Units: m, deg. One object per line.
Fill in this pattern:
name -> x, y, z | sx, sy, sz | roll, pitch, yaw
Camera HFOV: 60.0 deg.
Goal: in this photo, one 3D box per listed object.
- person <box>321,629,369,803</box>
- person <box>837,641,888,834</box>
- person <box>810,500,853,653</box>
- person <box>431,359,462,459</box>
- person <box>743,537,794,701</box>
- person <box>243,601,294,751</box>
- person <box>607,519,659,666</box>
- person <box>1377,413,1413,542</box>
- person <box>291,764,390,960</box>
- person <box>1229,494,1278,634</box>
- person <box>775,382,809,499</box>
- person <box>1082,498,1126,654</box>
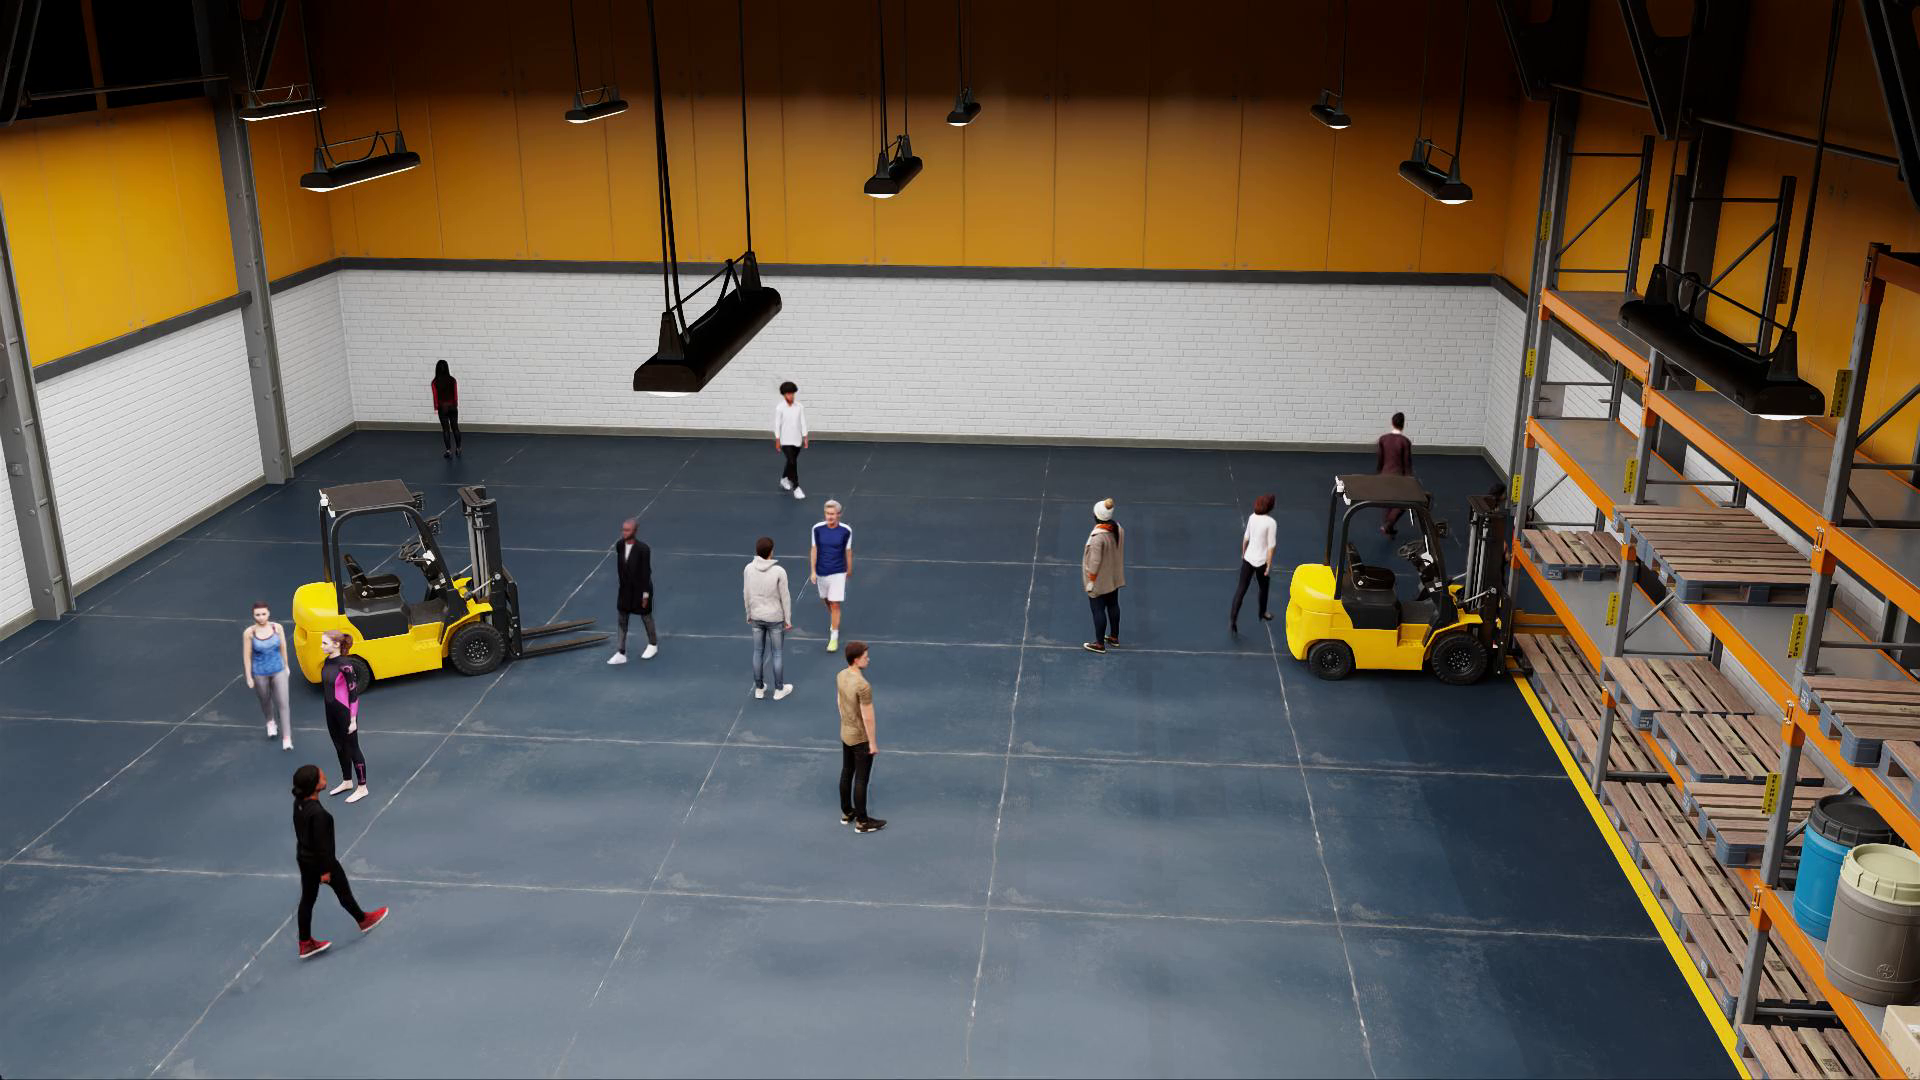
person -> -5.996, 1.680, 16.129 | 0.665, 1.751, 0.699 | 13, 23, 34
person -> -0.975, 1.825, 15.545 | 0.811, 1.850, 0.730 | -12, 22, -33
person -> -1.533, 0.365, 19.958 | 0.677, 1.799, 1.200 | 2, 19, 7
person -> -8.560, -2.195, 27.785 | 0.653, 1.656, 0.711 | -15, 23, -37
person -> -2.147, 0.858, 18.414 | 0.692, 1.851, 0.589 | 3, 19, 10
person -> -7.205, 1.378, 17.314 | 0.949, 1.569, 1.131 | -9, 21, -26
person -> -3.727, 0.571, 19.454 | 0.892, 1.732, 1.098 | 8, 20, 23
person -> 6.122, -0.865, 23.525 | 0.952, 1.855, 1.026 | 16, 25, 40
person -> -5.282, 2.632, 13.473 | 0.968, 1.644, 1.103 | 15, 24, 38
person -> 3.537, 0.335, 20.138 | 1.152, 1.743, 1.243 | 17, 25, 40
person -> -2.651, -1.572, 25.754 | 1.061, 1.771, 1.206 | -11, 21, -29
person -> 1.716, 0.396, 19.722 | 0.886, 1.892, 0.807 | 17, 25, 40
